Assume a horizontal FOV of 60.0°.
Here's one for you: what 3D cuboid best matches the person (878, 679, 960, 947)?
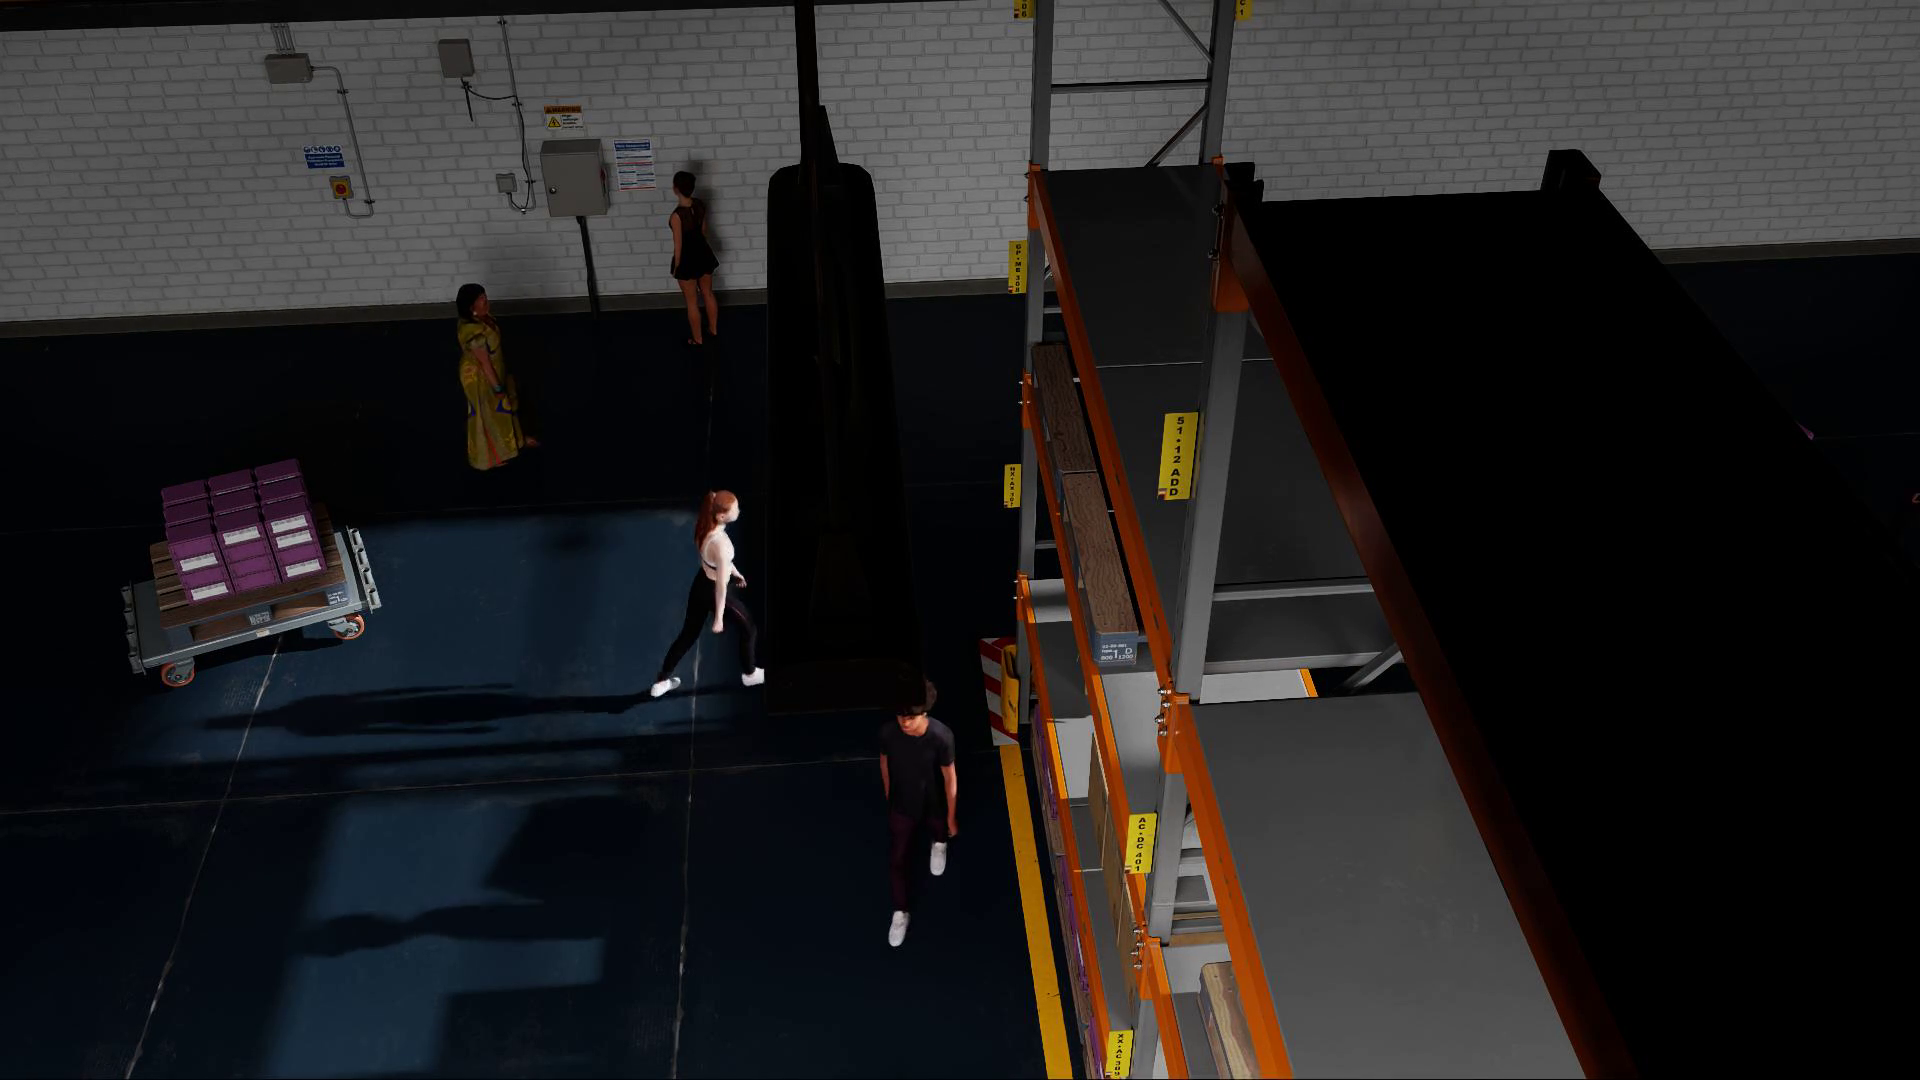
[{"bbox_3d":[-0.205,1.429,9.660,0.794,1.748,1.140,5,39,6],"label":"person"}]

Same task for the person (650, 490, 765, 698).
[{"bbox_3d":[-1.701,0.402,10.988,0.936,1.695,1.139,-21,43,-24],"label":"person"}]

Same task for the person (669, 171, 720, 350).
[{"bbox_3d":[-2.350,-2.469,14.600,0.738,1.675,0.670,25,45,28],"label":"person"}]

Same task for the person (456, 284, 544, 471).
[{"bbox_3d":[-3.826,-1.275,13.132,0.887,1.641,0.814,-9,39,-10],"label":"person"}]
